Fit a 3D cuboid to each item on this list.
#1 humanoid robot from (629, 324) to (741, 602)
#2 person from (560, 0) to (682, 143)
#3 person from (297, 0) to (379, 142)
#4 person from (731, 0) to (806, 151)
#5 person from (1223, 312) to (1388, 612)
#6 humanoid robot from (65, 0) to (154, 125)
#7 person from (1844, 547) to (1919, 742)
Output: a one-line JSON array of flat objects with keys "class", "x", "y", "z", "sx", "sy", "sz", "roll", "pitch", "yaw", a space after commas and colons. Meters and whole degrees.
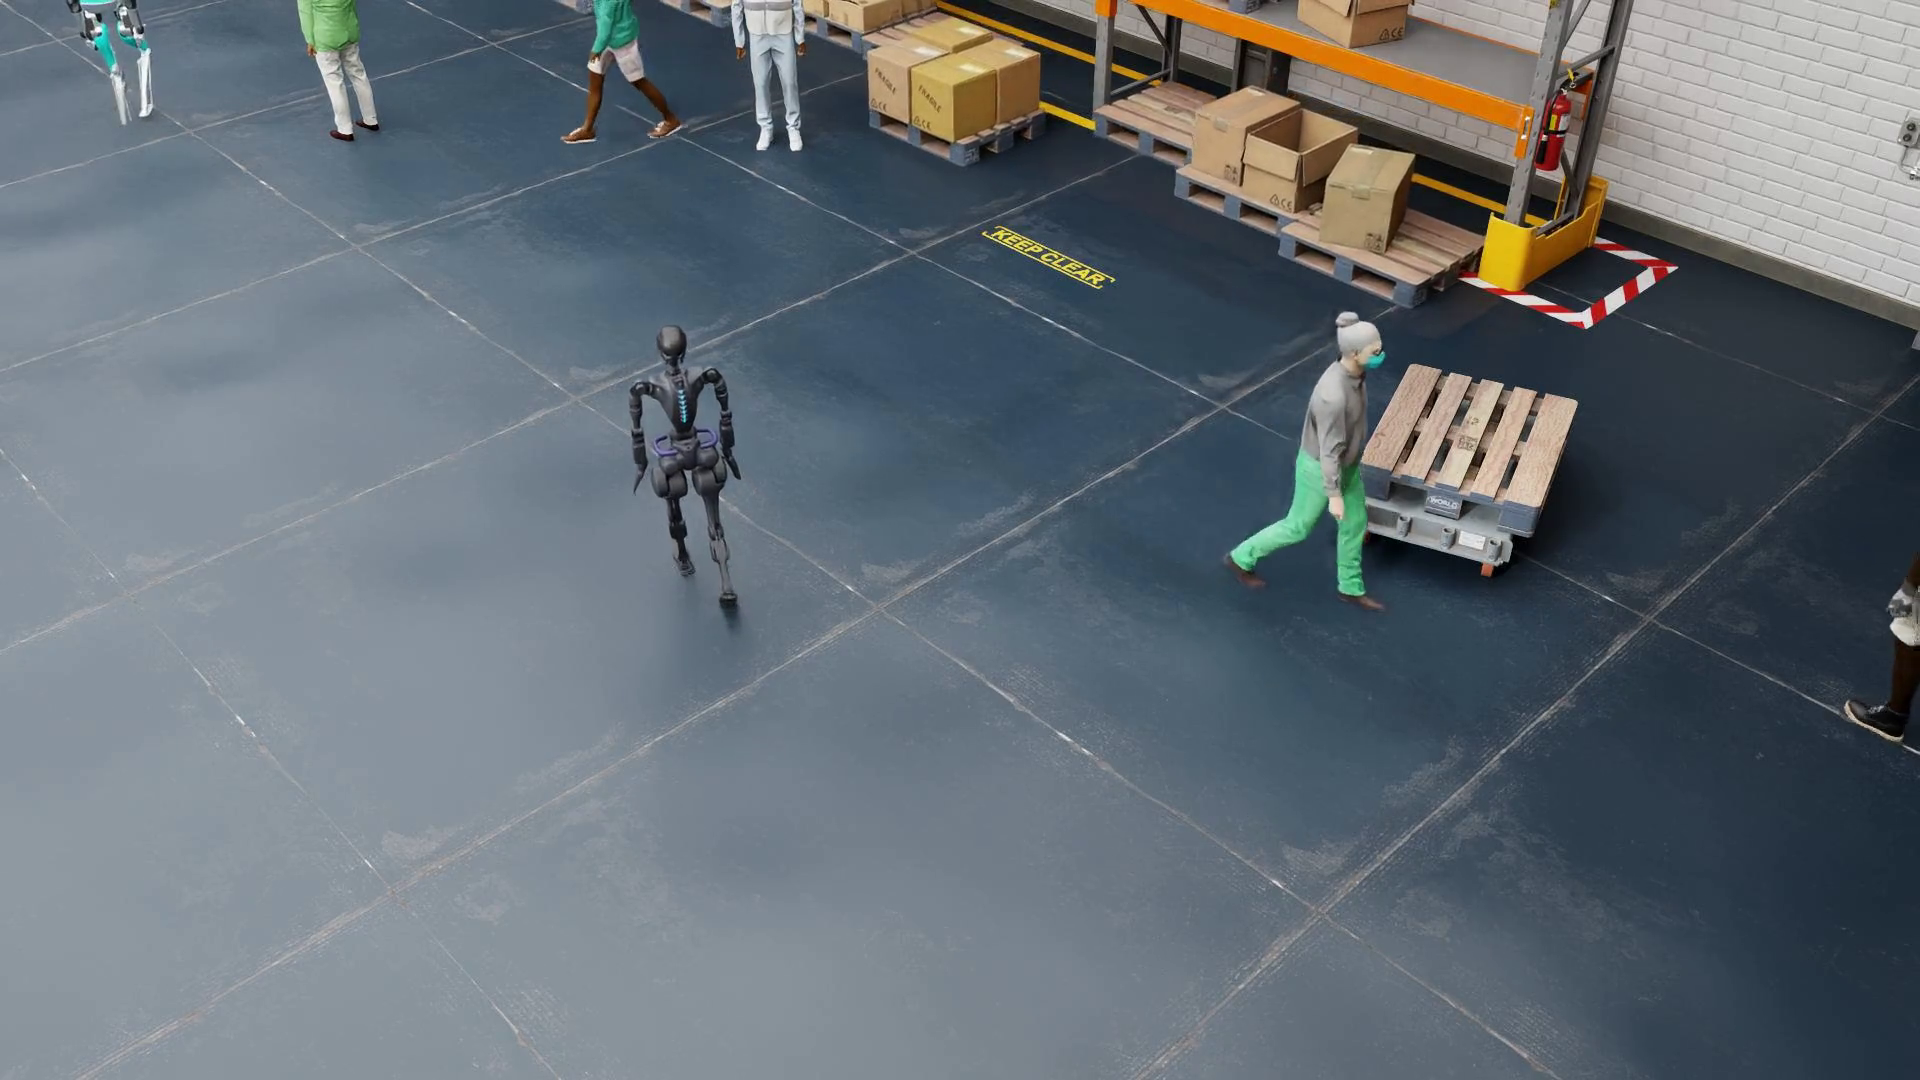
[{"class": "humanoid robot", "x": -1.457, "y": -0.393, "z": 8.915, "sx": 0.585, "sy": 1.641, "sz": 0.722, "roll": -13, "pitch": 39, "yaw": -17}, {"class": "person", "x": -2.864, "y": -4.163, "z": 13.783, "sx": 1.021, "sy": 1.787, "sz": 0.486, "roll": -16, "pitch": 40, "yaw": -20}, {"class": "person", "x": -5.229, "y": -4.227, "z": 13.886, "sx": 0.389, "sy": 1.778, "sz": 0.535, "roll": 19, "pitch": 41, "yaw": 24}, {"class": "person", "x": -1.566, "y": -4.148, "z": 13.671, "sx": 0.597, "sy": 1.907, "sz": 0.410, "roll": -2, "pitch": 37, "yaw": -2}, {"class": "person", "x": 1.909, "y": -0.411, "z": 8.806, "sx": 0.878, "sy": 1.806, "sz": 0.516, "roll": 20, "pitch": 42, "yaw": 25}, {"class": "humanoid robot", "x": -7.176, "y": -4.364, "z": 14.164, "sx": 0.533, "sy": 1.869, "sz": 0.761, "roll": -6, "pitch": 37, "yaw": -8}, {"class": "person", "x": 4.781, "y": 0.204, "z": 7.883, "sx": 0.701, "sy": 1.944, "sz": 0.397, "roll": -6, "pitch": 37, "yaw": -8}]
